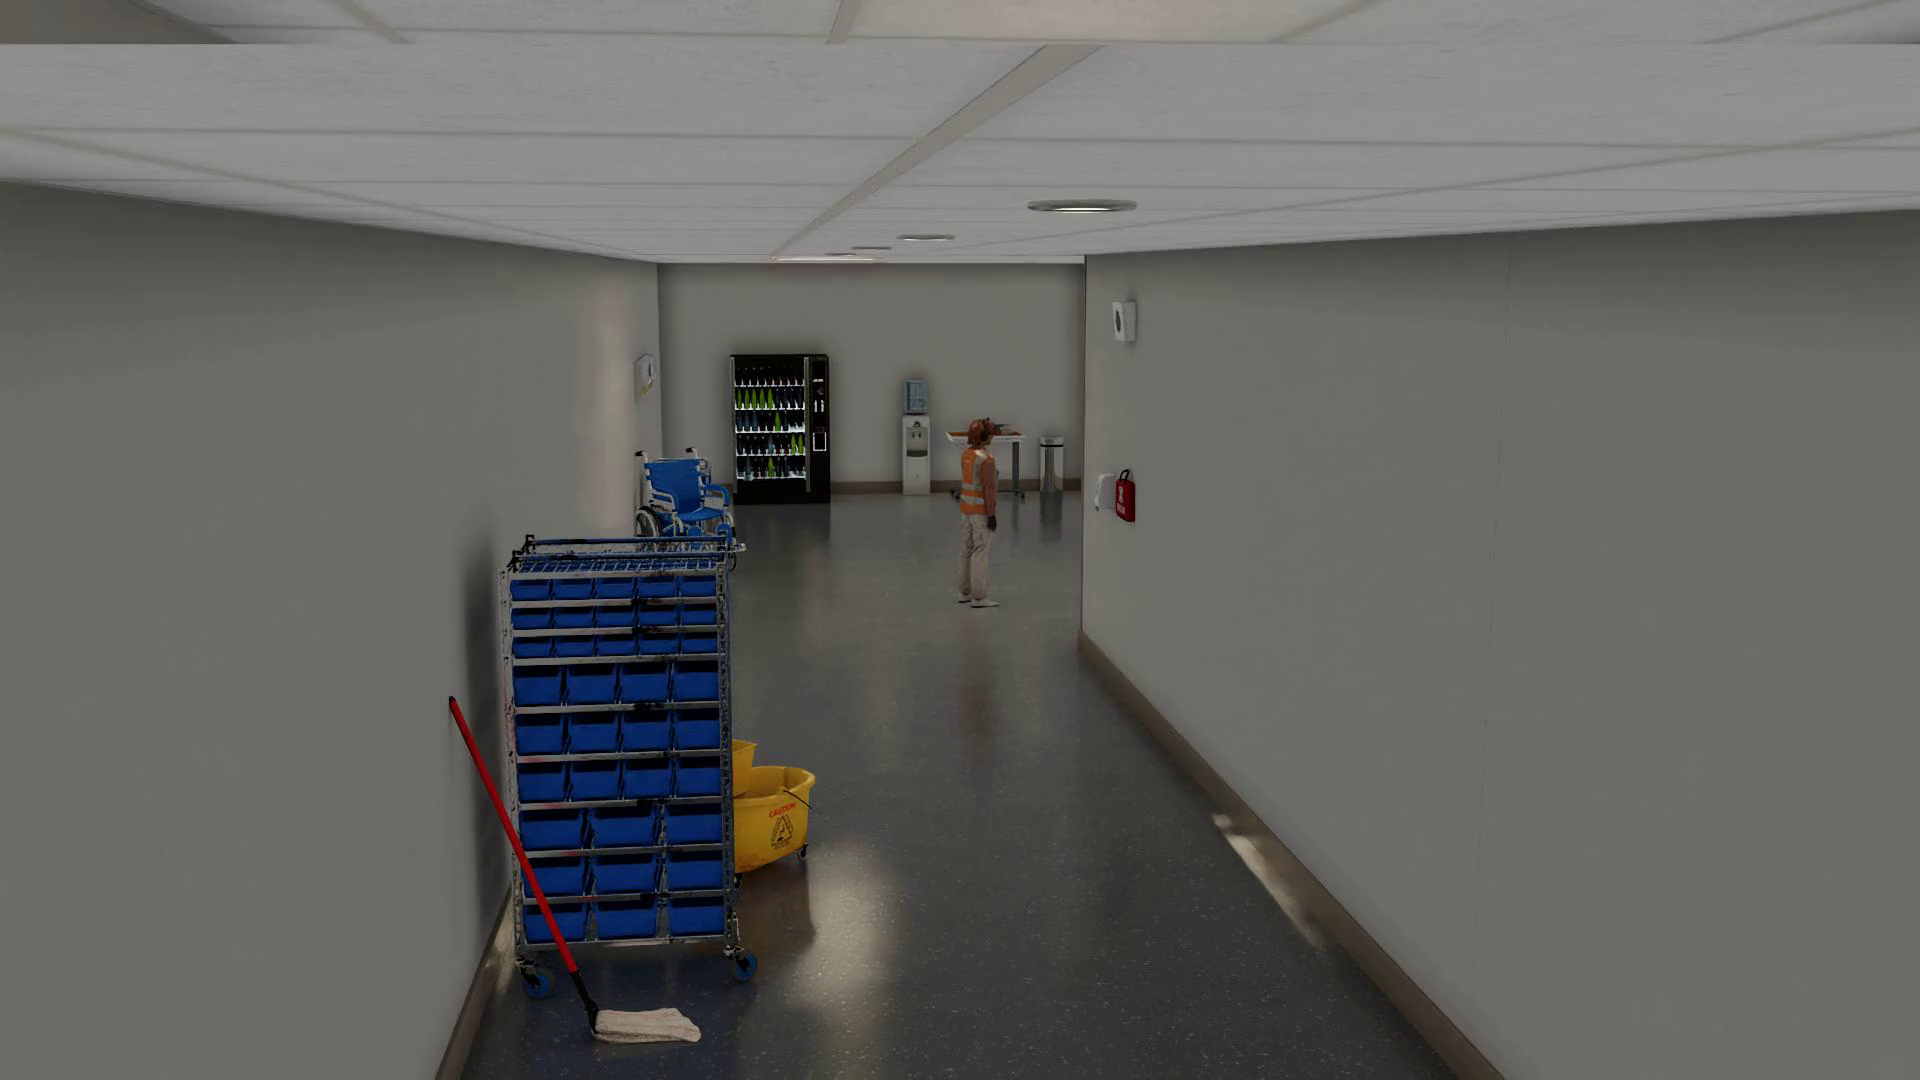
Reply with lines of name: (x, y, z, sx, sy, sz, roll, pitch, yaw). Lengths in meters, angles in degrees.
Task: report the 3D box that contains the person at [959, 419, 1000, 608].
person: (0.161, -0.233, 14.437, 0.311, 1.636, 0.518, -5, 10, -27)
